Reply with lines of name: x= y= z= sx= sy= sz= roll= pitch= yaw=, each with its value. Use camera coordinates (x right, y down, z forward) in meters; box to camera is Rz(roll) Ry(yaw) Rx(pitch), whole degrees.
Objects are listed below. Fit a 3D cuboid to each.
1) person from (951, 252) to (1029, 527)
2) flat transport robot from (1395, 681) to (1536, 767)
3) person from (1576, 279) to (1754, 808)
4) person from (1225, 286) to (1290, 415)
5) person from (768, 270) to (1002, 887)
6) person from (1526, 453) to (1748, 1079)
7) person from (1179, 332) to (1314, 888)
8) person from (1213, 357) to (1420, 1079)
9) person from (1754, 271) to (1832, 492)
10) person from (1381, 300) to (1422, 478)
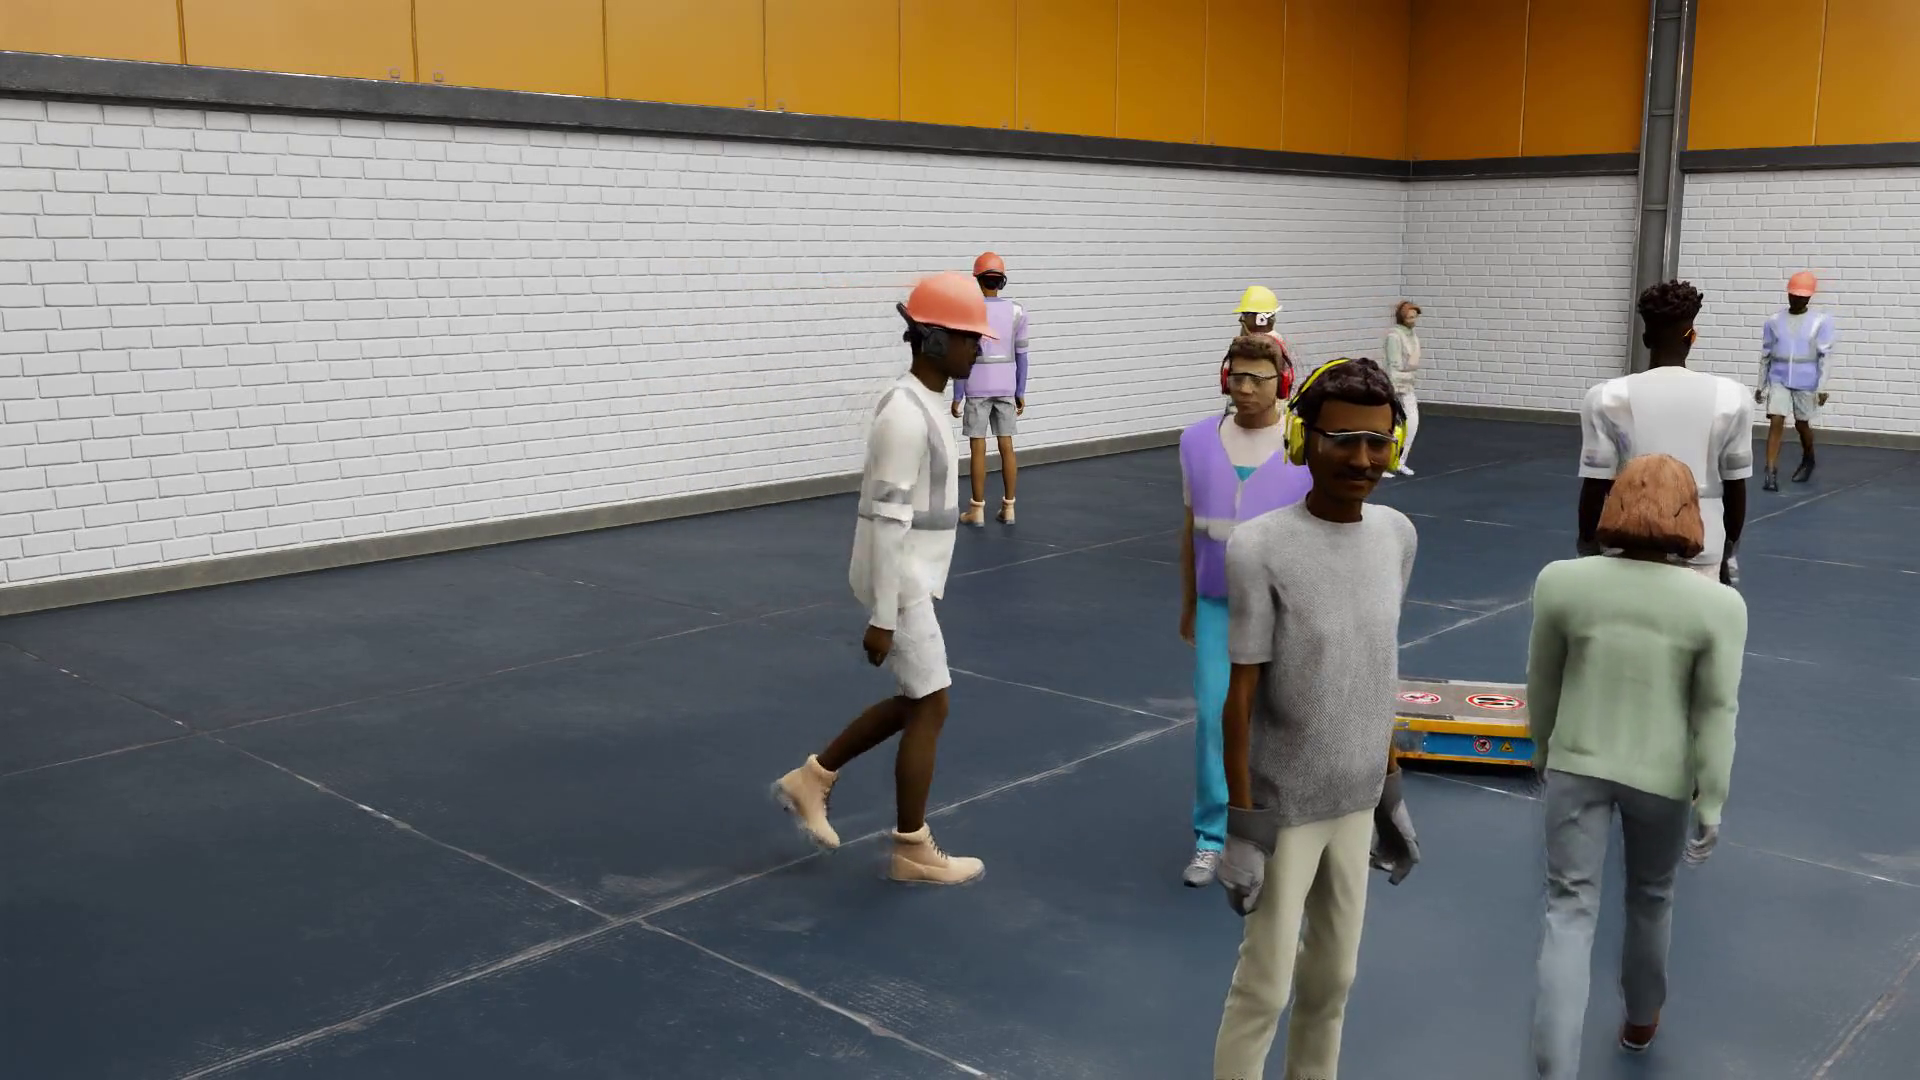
person: x=0.210 y=-1.120 z=12.450 sx=0.608 sy=2.044 sz=0.377 roll=-4 pitch=11 yaw=-21
flat transport robot: x=2.110 y=0.753 z=6.831 sx=1.431 sy=0.197 sz=0.652 roll=2 pitch=10 yaw=14
person: x=2.575 y=0.030 z=6.140 sx=0.601 sy=1.960 sz=0.373 roll=2 pitch=10 yaw=12
person: x=1.925 y=-0.728 z=10.818 sx=0.402 sy=1.830 sz=0.603 roll=-1 pitch=10 yaw=-4
person: x=-0.233 y=0.138 z=5.392 sx=0.730 sy=2.010 sz=0.629 roll=0 pitch=10 yaw=2
person: x=1.605 y=0.585 z=4.039 sx=0.497 sy=1.587 sz=0.854 roll=5 pitch=11 yaw=26
person: x=1.027 y=0.195 z=5.641 sx=0.574 sy=1.814 sz=0.867 roll=6 pitch=11 yaw=29
person: x=0.744 y=0.562 z=3.408 sx=0.512 sy=1.859 sz=0.330 roll=-7 pitch=12 yaw=-33
person: x=7.241 y=-1.385 z=14.433 sx=0.592 sy=1.891 sz=0.941 roll=7 pitch=12 yaw=36
person: x=3.915 y=-1.345 z=14.944 sx=0.490 sy=1.610 sz=0.532 roll=10 pitch=14 yaw=44
